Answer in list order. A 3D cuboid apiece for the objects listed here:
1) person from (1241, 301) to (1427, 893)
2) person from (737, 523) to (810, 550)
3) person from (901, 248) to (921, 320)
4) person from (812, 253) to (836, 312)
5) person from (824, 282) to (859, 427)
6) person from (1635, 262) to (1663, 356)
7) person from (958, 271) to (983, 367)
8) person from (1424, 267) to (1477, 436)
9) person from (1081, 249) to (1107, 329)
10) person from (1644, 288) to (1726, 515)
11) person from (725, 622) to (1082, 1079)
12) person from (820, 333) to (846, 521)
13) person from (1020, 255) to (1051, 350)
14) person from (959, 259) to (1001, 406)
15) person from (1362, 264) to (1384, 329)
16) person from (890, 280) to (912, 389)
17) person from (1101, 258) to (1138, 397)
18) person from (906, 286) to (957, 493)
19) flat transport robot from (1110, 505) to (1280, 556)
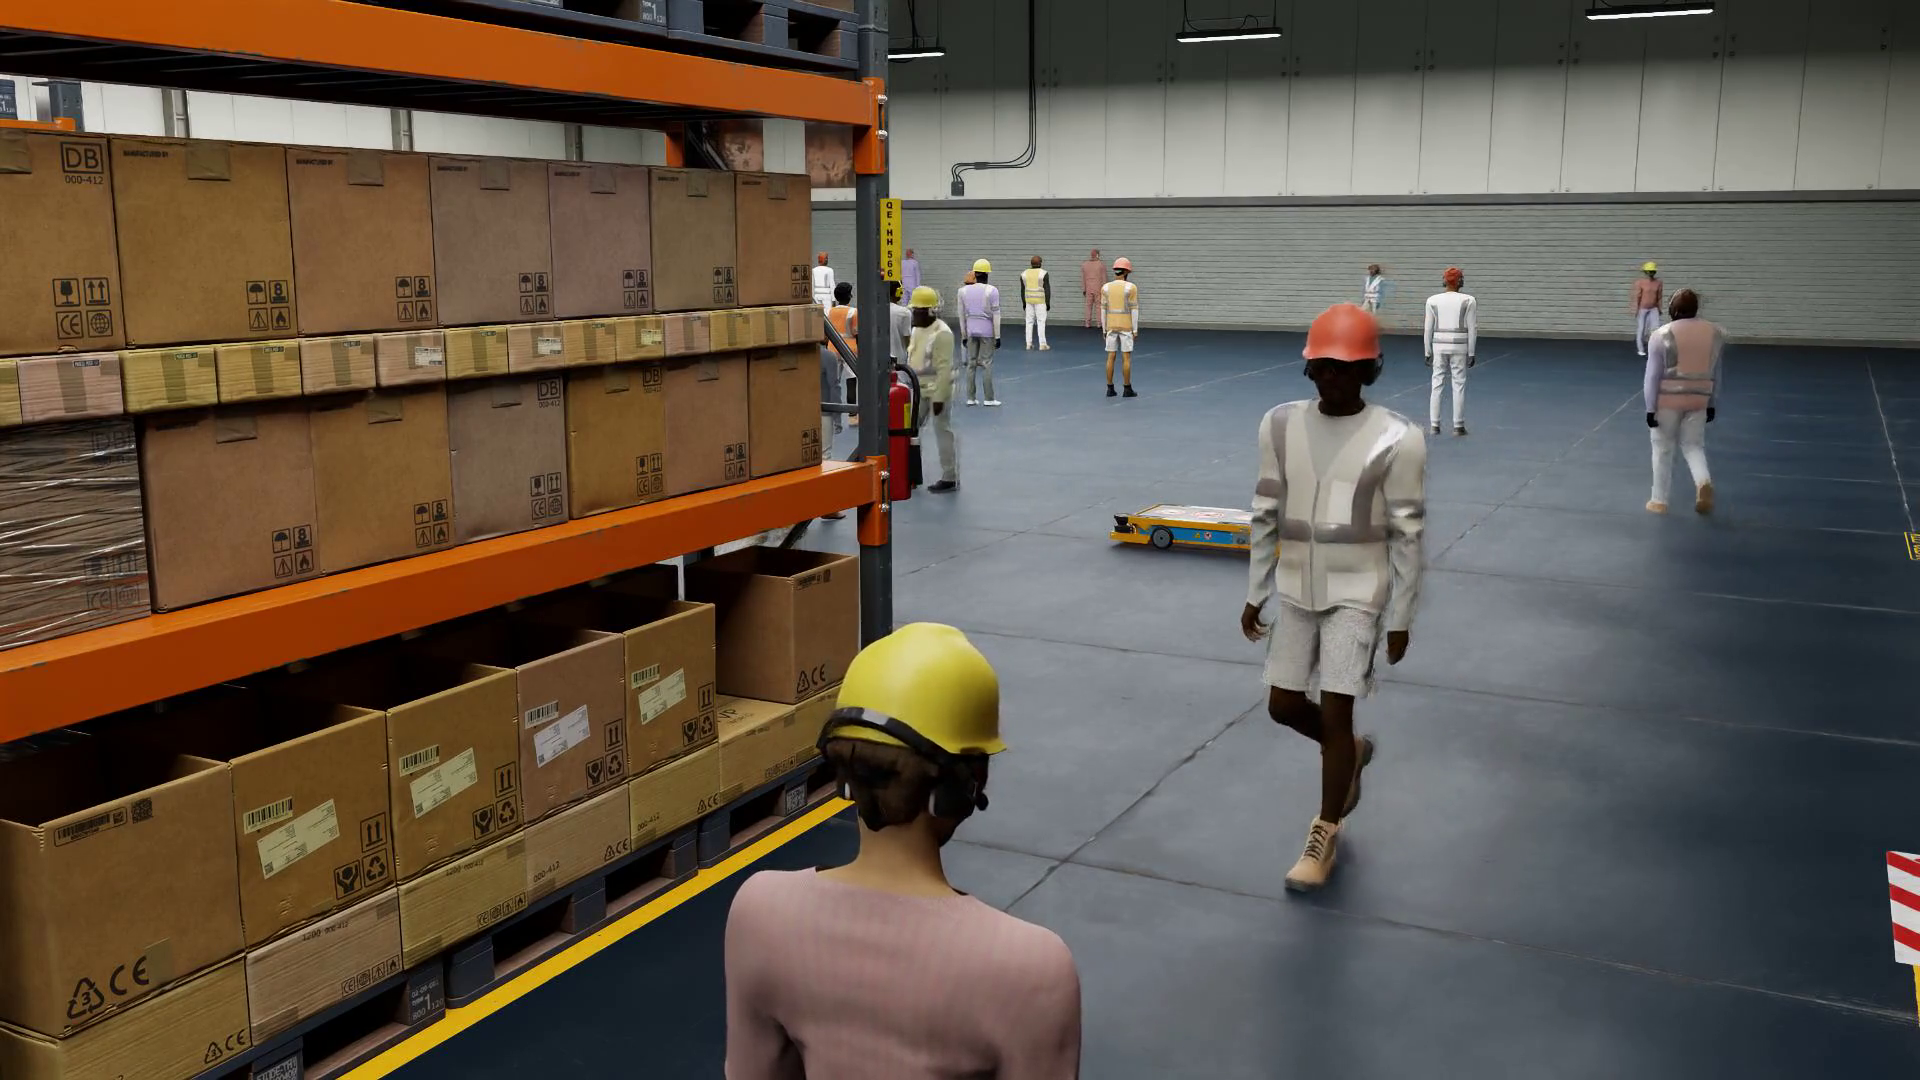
[{"bbox_3d":[1.331,0.173,5.853,0.628,2.025,0.722,8,13,38],"label":"person"},{"bbox_3d":[-1.120,-0.349,9.807,0.516,1.614,0.727,8,13,36],"label":"person"},{"bbox_3d":[-1.247,-6.364,41.815,0.638,1.910,0.407,5,12,27],"label":"person"},{"bbox_3d":[-2.809,-4.964,34.248,0.572,1.883,0.356,5,12,27],"label":"person"},{"bbox_3d":[-1.363,-2.175,19.543,0.533,1.697,0.319,5,12,27],"label":"person"},{"bbox_3d":[12.821,-4.288,30.907,0.562,1.740,0.631,0,10,-3],"label":"person"},{"bbox_3d":[0.197,-3.763,28.374,0.498,1.634,0.281,5,12,27],"label":"person"},{"bbox_3d":[5.511,-2.115,18.699,0.572,1.887,0.356,5,12,27],"label":"person"},{"bbox_3d":[3.242,-6.017,39.940,0.638,1.903,0.408,5,12,27],"label":"person"},{"bbox_3d":[5.747,-1.078,13.216,0.635,1.827,0.674,0,10,-2],"label":"person"},{"bbox_3d":[-0.058,0.978,2.187,0.523,1.760,0.324,5,12,27],"label":"person"},{"bbox_3d":[-1.144,-0.963,13.103,0.498,1.634,0.281,5,12,27],"label":"person"},{"bbox_3d":[1.504,-4.662,32.711,0.622,1.845,0.429,5,12,27],"label":"person"},{"bbox_3d":[0.277,-2.723,21.901,0.585,1.928,0.368,5,12,27],"label":"person"},{"bbox_3d":[8.788,-5.090,35.637,0.685,1.609,0.530,-9,13,-39],"label":"person"},{"bbox_3d":[-0.655,-1.666,16.295,0.514,1.873,0.329,5,12,27],"label":"person"},{"bbox_3d":[2.231,-2.947,23.124,0.543,1.928,0.370,5,12,27],"label":"person"},{"bbox_3d":[-0.315,-1.278,14.367,0.754,1.796,0.620,-6,12,-31],"label":"person"},{"bbox_3d":[1.871,-0.084,12.032,1.431,0.197,0.652,5,12,27],"label":"flat transport robot"}]
